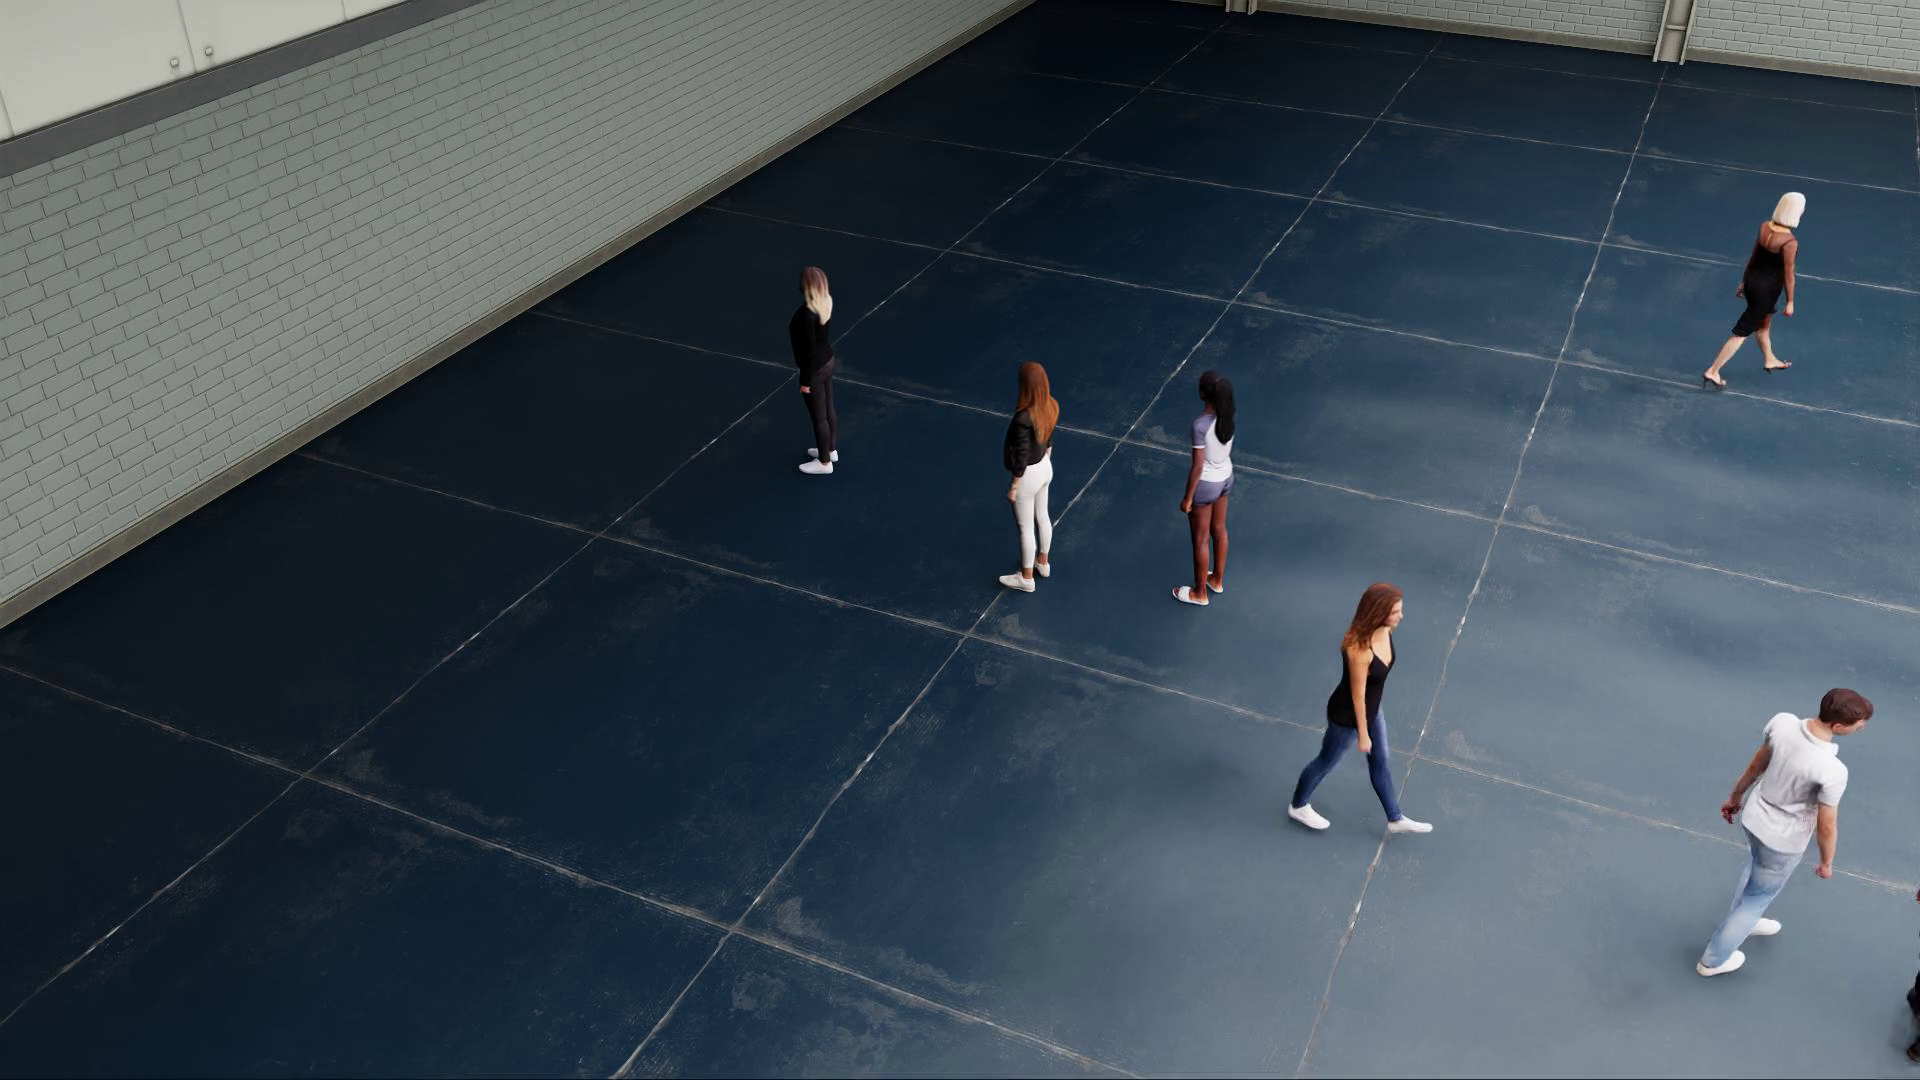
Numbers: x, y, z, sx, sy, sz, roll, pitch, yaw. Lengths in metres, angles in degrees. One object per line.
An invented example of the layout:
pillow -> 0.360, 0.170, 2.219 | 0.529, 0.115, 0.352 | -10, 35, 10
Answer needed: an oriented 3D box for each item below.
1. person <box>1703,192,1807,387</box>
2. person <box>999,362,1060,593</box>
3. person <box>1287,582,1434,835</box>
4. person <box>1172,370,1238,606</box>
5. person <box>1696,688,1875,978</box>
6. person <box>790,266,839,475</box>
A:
person -> 6.592, -2.027, 13.843 | 1.170, 1.691, 0.987 | -4, 32, -6
person -> 0.489, -0.434, 11.320 | 0.568, 1.689, 0.622 | 20, 37, 29
person -> 2.102, 0.932, 9.161 | 1.044, 1.682, 0.692 | 20, 37, 28
person -> 1.666, -0.356, 11.166 | 0.619, 1.721, 0.664 | 26, 40, 34
person -> 3.937, 1.468, 8.182 | 1.017, 1.820, 0.955 | -10, 34, -15
person -> -1.081, -1.295, 12.687 | 0.593, 1.686, 0.644 | 8, 33, 12
